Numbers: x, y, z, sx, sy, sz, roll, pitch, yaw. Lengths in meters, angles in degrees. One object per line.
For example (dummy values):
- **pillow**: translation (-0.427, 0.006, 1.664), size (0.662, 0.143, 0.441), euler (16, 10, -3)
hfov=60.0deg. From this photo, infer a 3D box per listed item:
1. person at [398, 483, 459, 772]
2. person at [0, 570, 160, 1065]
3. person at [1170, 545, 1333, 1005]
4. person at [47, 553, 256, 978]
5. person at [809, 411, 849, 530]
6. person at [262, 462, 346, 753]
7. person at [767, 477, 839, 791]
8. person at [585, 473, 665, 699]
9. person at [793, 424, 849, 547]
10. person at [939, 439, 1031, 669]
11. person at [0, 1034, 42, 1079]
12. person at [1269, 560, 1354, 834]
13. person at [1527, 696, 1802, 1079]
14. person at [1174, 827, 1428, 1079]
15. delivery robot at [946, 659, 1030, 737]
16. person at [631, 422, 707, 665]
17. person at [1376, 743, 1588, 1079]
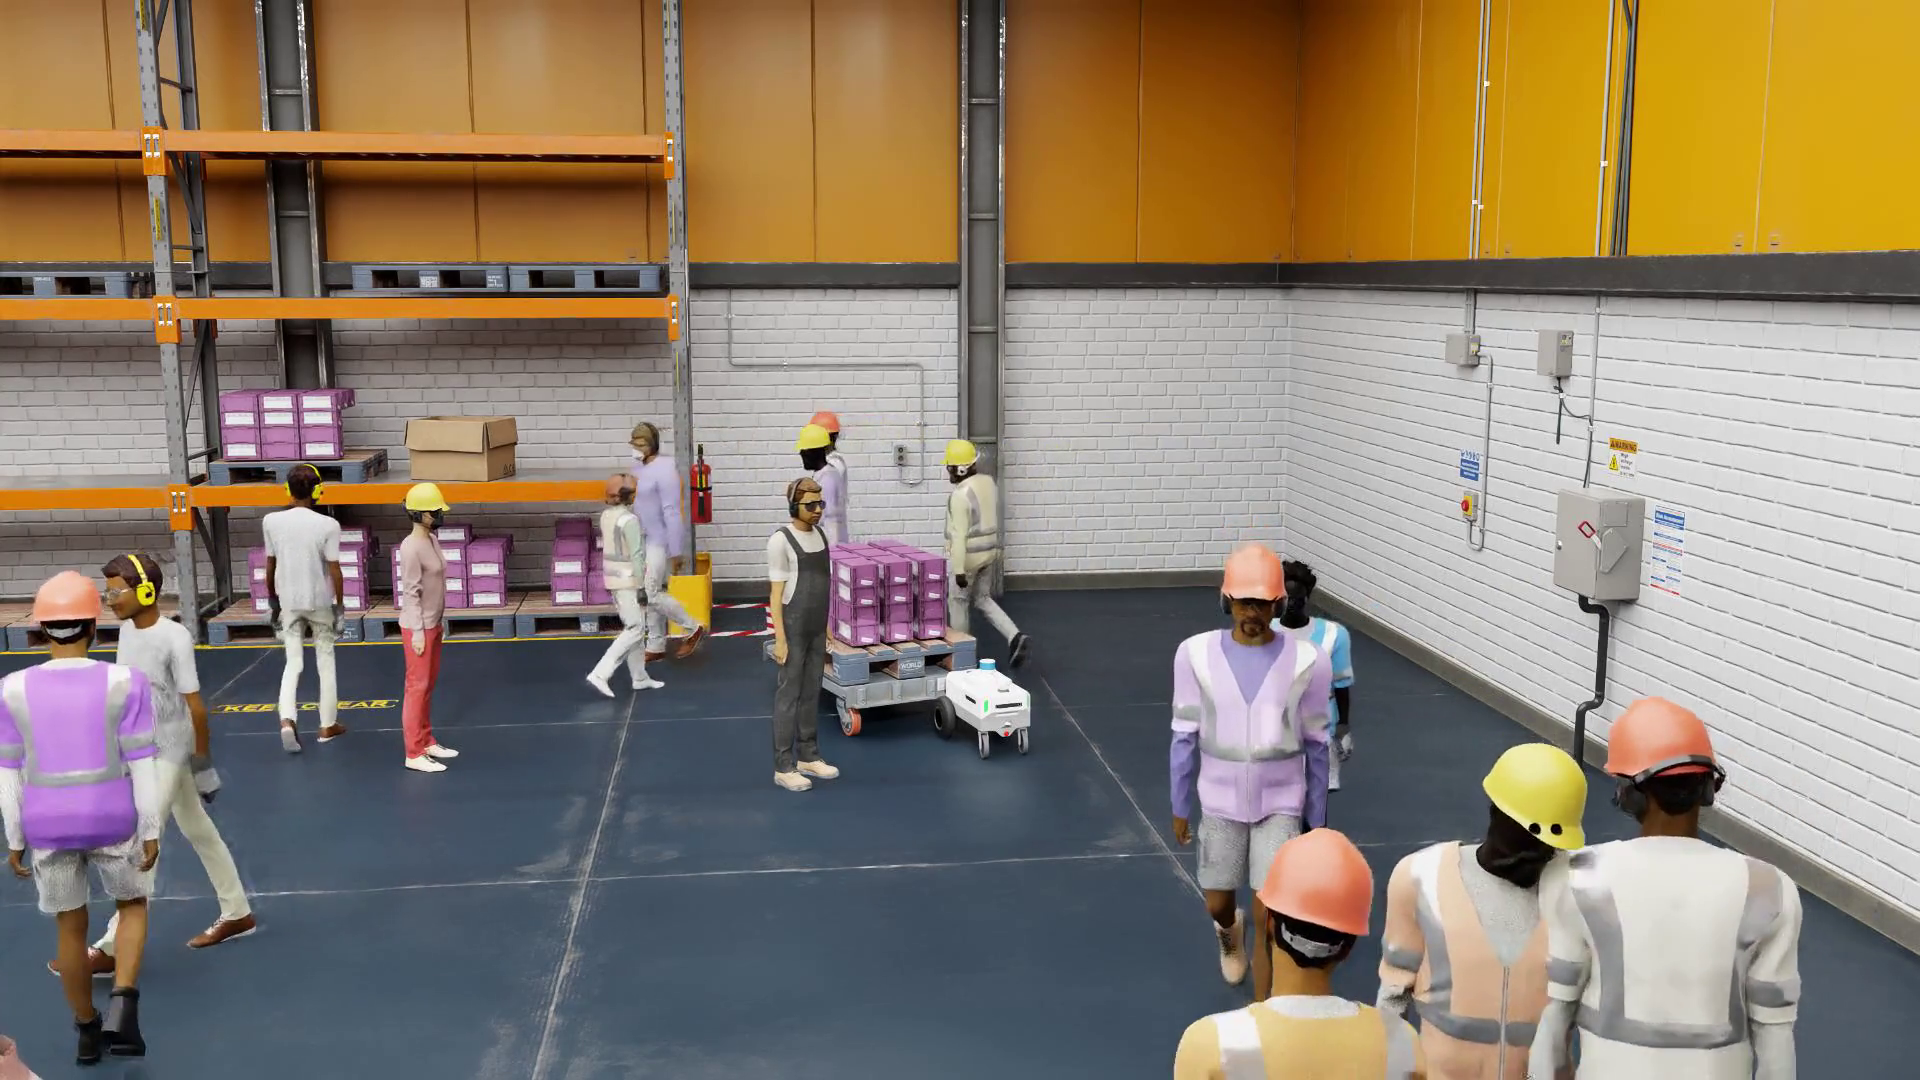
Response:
- **person**: translation (-3.257, 0.525, 10.199), size (0.329, 1.767, 0.529), euler (0, 9, -3)
- **person**: translation (-3.312, 1.078, 6.274), size (0.545, 1.925, 0.492), euler (-3, 10, -21)
- **person**: translation (1.140, 0.991, 6.540), size (0.613, 2.023, 0.808), euler (2, 9, 14)
- **person**: translation (-3.571, 0.973, 7.229), size (0.496, 1.819, 0.978), euler (9, 13, 43)
- **person**: translation (-1.084, -0.099, 13.612), size (0.551, 1.920, 0.555), euler (-2, 9, -10)
- **person**: translation (-4.171, 0.428, 10.571), size (0.539, 1.845, 0.726), euler (-1, 9, -3)
- **person**: translation (-0.928, 0.543, 9.838), size (0.327, 1.843, 0.514), euler (6, 11, 32)
- **person**: translation (-2.404, 0.326, 11.880), size (0.614, 1.618, 0.532), euler (-6, 11, -34)
- **person**: translation (-0.940, 0.037, 12.870), size (0.828, 1.893, 0.613), euler (-1, 9, -4)
- **person**: translation (0.150, 0.132, 12.555), size (0.701, 1.802, 0.608), euler (5, 11, 31)
- **person**: translation (-1.800, 1.610, 2.991), size (0.650, 1.907, 0.404), euler (5, 11, 31)
- **person**: translation (1.578, 0.929, 7.920), size (0.563, 1.680, 0.404), euler (3, 10, 20)
- **person**: translation (1.704, 1.407, 4.017), size (0.614, 2.002, 0.894), euler (1, 9, 8)
- **person**: translation (0.678, 1.553, 3.333), size (0.582, 1.911, 0.631), euler (-3, 10, -18)
- **delivery robot**: translation (0.176, 1.007, 10.664), size (0.477, 0.478, 0.707), euler (-3, 10, -21)
- **person**: translation (-2.299, 0.039, 12.756), size (0.508, 1.919, 0.669), euler (-5, 10, -27)
- **person**: translation (1.366, 1.426, 4.228), size (0.601, 1.875, 0.820), euler (2, 9, 12)
